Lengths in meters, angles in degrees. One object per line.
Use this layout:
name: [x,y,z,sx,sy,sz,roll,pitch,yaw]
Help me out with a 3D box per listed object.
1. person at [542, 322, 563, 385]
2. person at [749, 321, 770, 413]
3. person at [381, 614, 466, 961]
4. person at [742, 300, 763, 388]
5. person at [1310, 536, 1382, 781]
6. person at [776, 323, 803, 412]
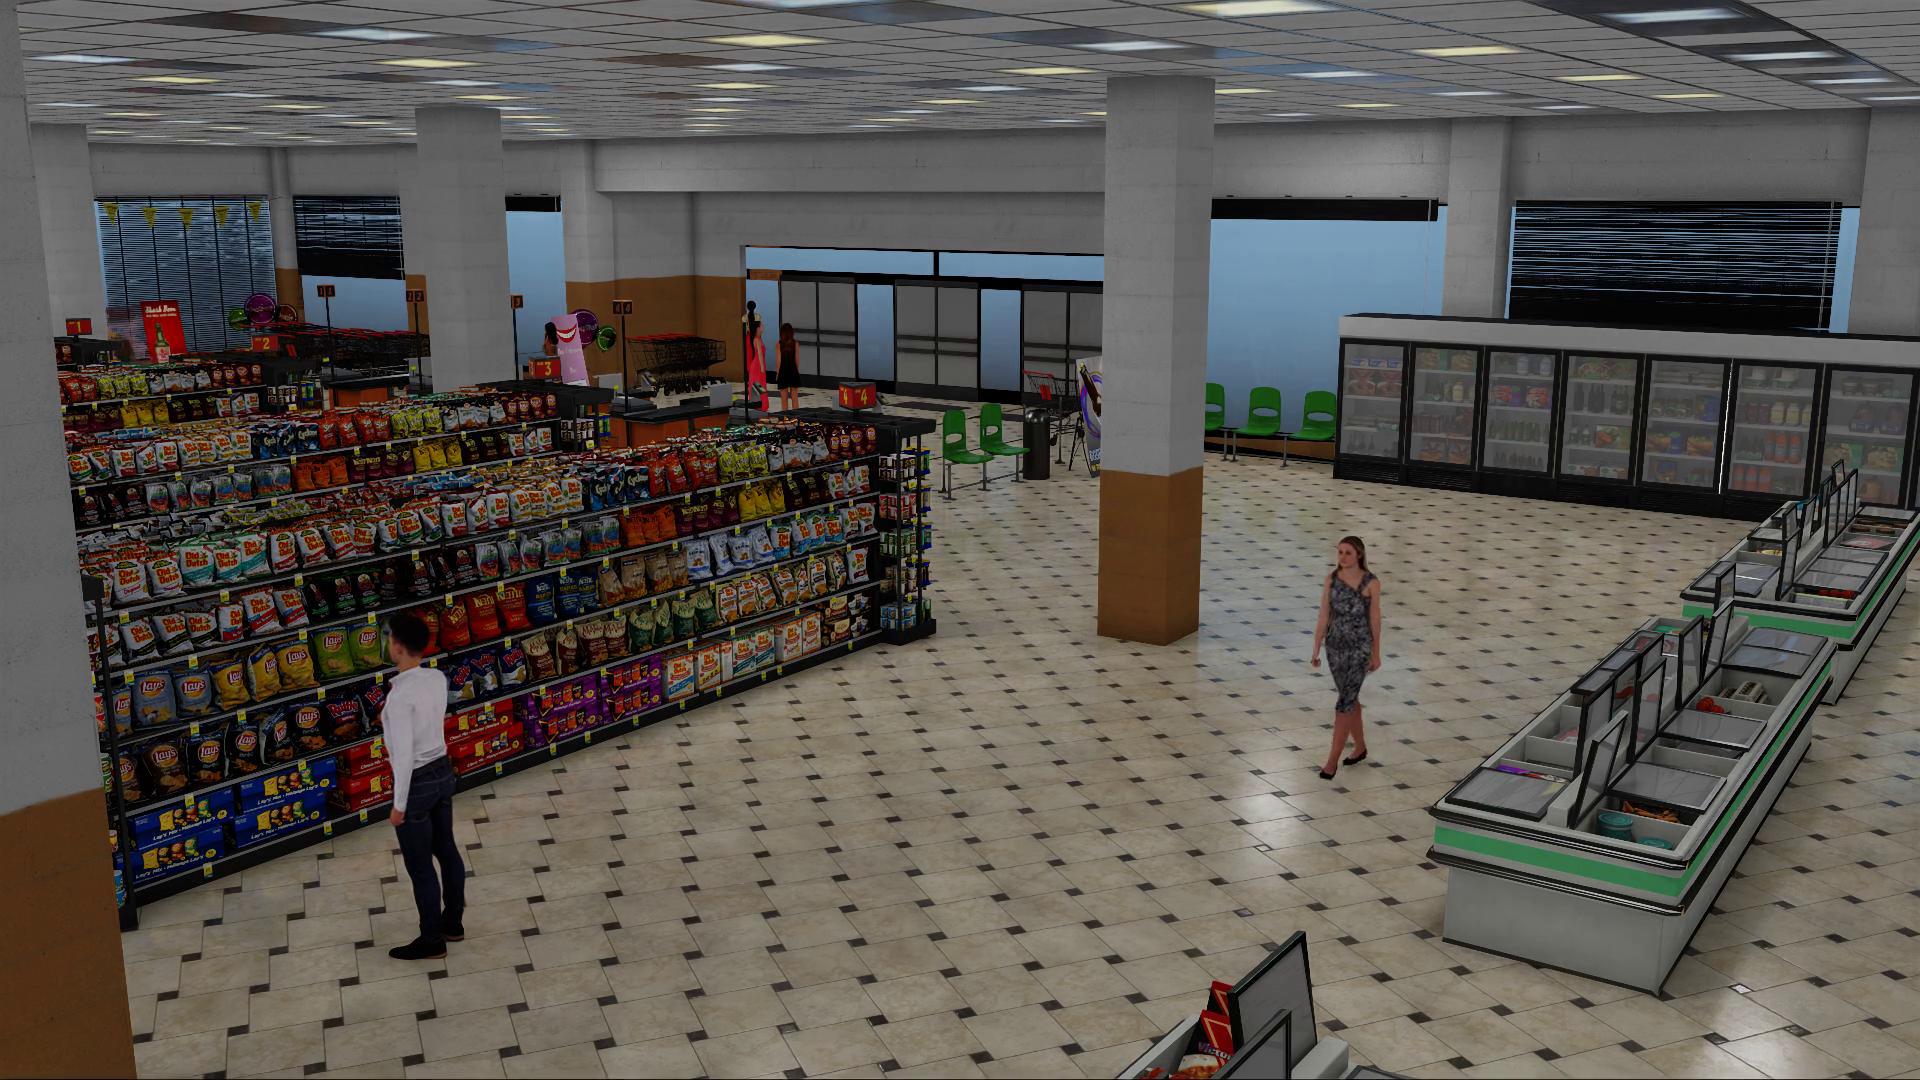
person: [-7.539,-3.214,30.806,0.784,1.645,0.631,2,12,9]
person: [-3.649,-3.103,30.080,0.751,1.727,0.715,-4,13,-18]
person: [-2.844,1.301,8.824,0.753,1.868,0.636,3,12,15]
person: [-4.314,-4.079,34.556,0.645,1.792,0.746,-5,13,-23]
person: [2.788,0.799,11.693,0.664,1.668,0.980,11,16,43]
person: [-2.913,-2.763,28.206,0.635,1.835,0.729,-5,13,-21]
